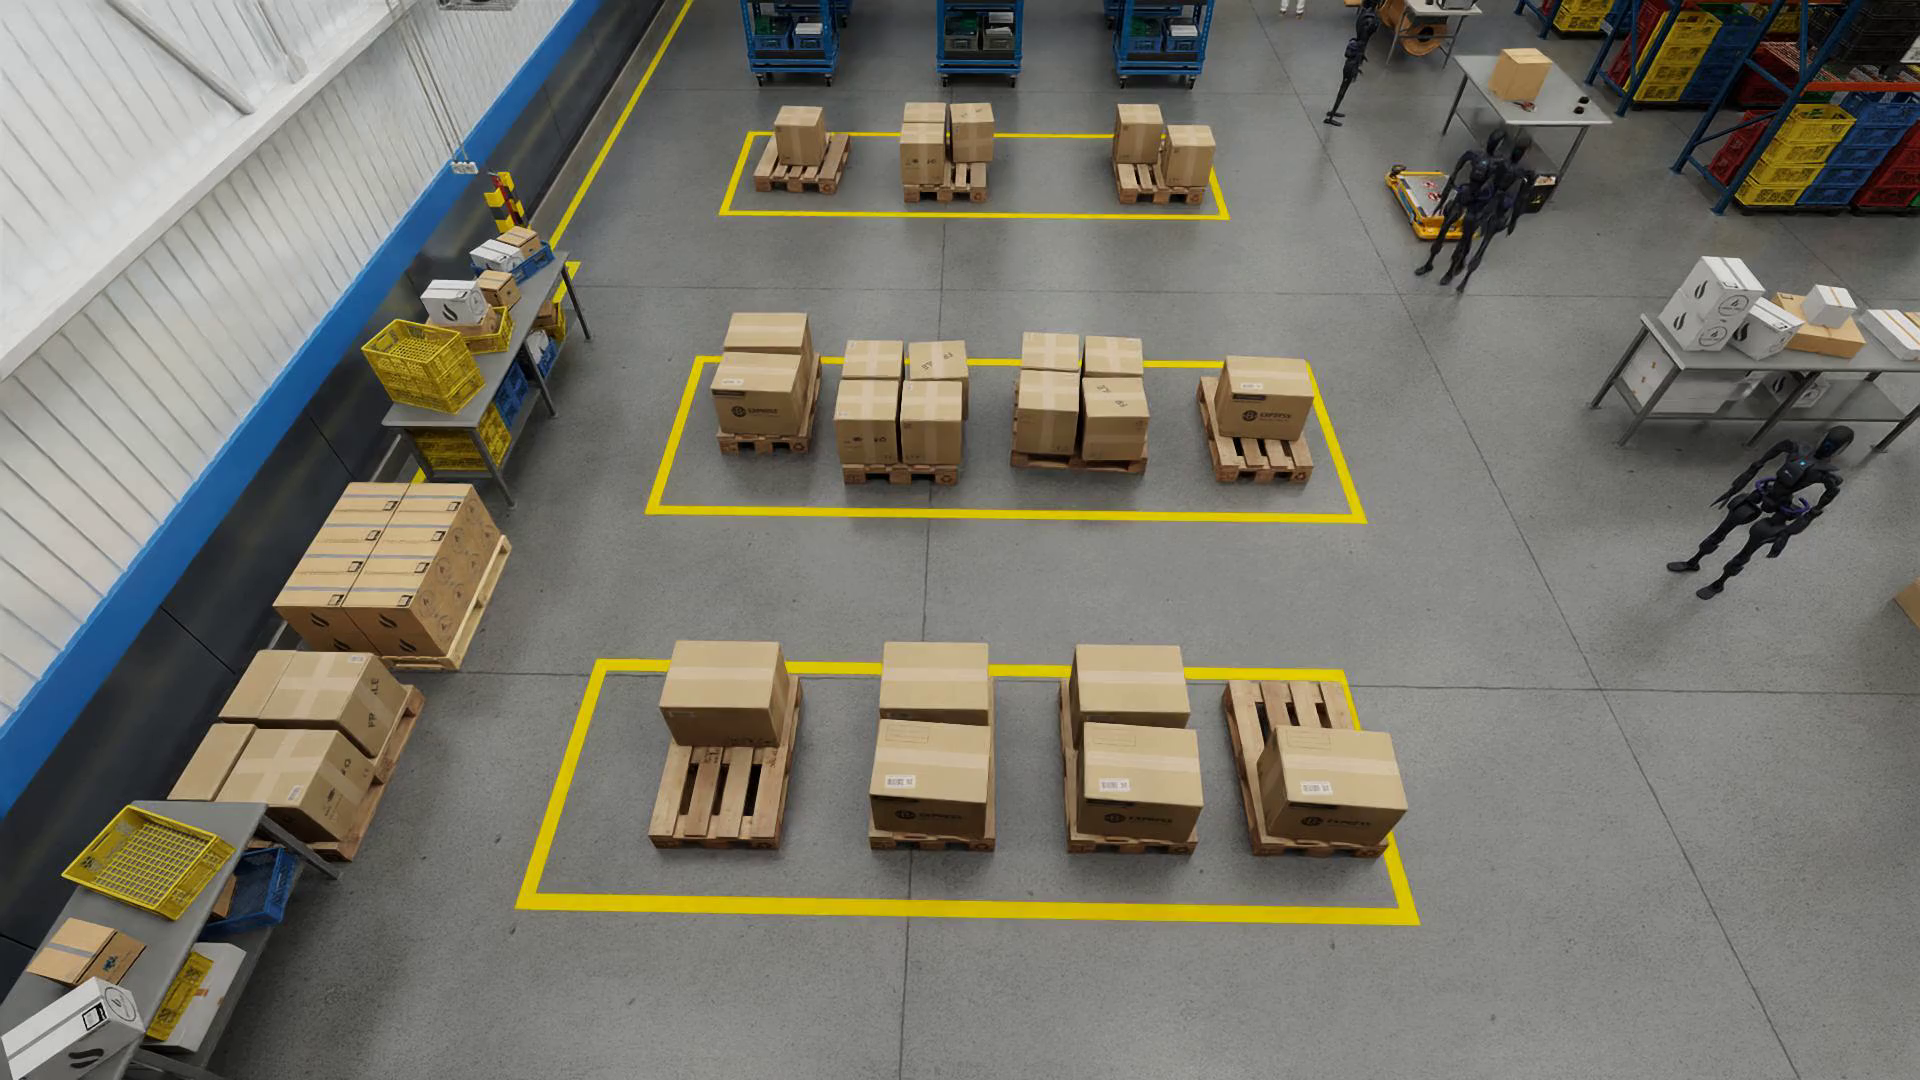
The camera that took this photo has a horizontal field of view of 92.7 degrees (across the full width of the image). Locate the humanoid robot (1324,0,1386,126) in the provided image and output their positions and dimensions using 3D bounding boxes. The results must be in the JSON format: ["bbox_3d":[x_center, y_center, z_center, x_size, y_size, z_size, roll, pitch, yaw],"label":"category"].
[{"bbox_3d":[5.240,-6.377,12.120,0.328,1.652,0.573,18,51,15],"label":"humanoid robot"}]

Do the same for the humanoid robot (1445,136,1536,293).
[{"bbox_3d":[5.488,-3.399,9.563,0.585,1.620,0.772,34,57,26],"label":"humanoid robot"}]

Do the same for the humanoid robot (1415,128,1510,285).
[{"bbox_3d":[5.299,-3.482,9.608,0.610,1.656,0.343,34,57,26],"label":"humanoid robot"}]

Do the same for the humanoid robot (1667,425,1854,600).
[{"bbox_3d":[5.927,-0.205,6.768,0.323,1.660,0.596,-13,50,-11],"label":"humanoid robot"}]

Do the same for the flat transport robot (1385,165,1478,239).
[{"bbox_3d":[5.692,-4.094,11.059,0.652,0.197,1.431,1,49,1],"label":"flat transport robot"}]

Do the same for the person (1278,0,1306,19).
[{"bbox_3d":[5.478,-9.342,14.552,0.575,1.881,0.353,18,52,15],"label":"person"}]
